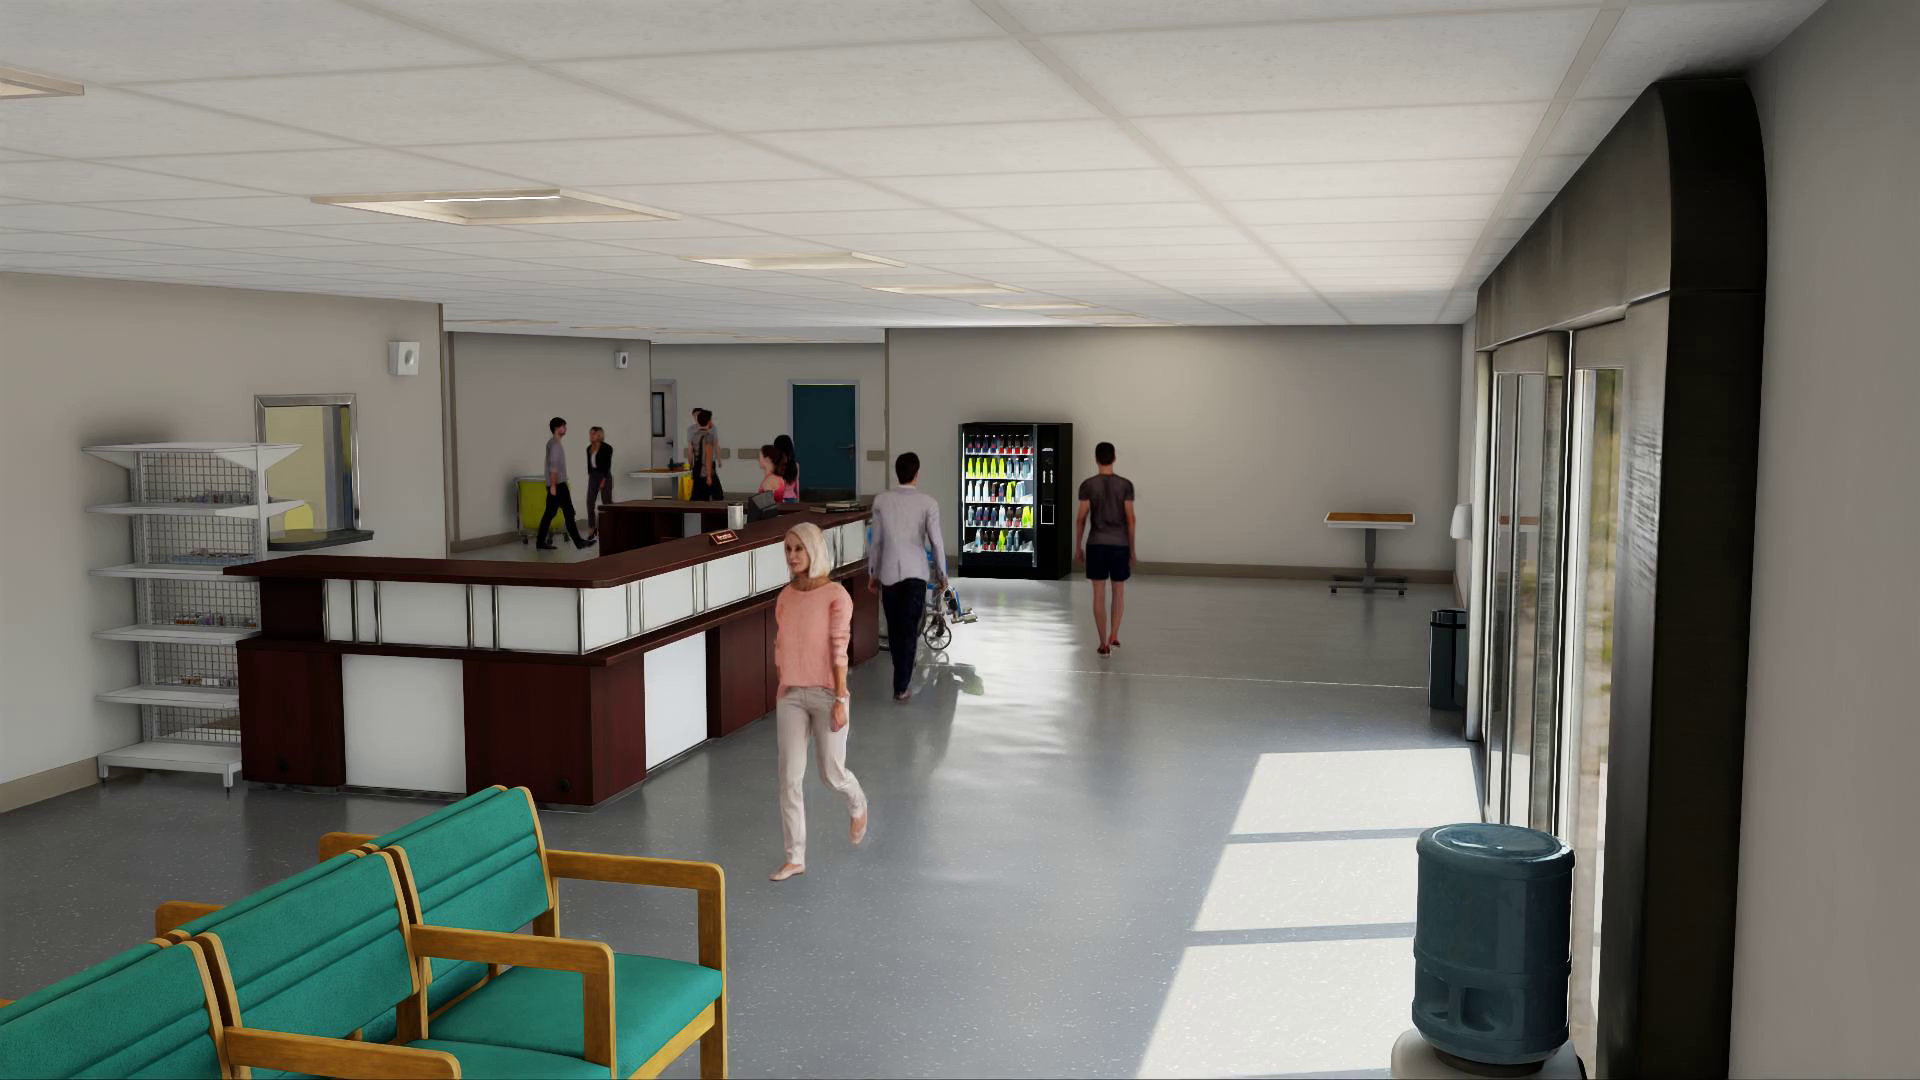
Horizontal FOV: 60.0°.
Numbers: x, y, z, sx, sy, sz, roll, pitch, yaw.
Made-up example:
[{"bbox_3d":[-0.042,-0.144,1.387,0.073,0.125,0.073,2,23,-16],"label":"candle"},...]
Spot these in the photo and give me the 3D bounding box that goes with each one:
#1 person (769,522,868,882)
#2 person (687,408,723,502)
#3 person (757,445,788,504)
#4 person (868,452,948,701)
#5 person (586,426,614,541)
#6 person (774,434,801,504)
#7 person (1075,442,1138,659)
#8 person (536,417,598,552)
[{"bbox_3d":[-0.667,0.772,8.121,0.931,1.706,0.755,3,6,26],"label":"person"},{"bbox_3d":[-4.313,-1.289,28.021,1.194,1.821,1.185,-3,6,-25],"label":"person"},{"bbox_3d":[-1.745,-0.037,15.992,0.830,1.740,0.576,1,6,11],"label":"person"},{"bbox_3d":[-0.437,0.293,12.351,1.040,1.811,0.756,1,6,13],"label":"person"},{"bbox_3d":[-5.182,-0.818,24.212,0.663,1.648,0.638,2,6,16],"label":"person"},{"bbox_3d":[-2.012,-0.348,19.059,0.665,1.744,0.703,-4,7,-37],"label":"person"},{"bbox_3d":[1.262,0.097,14.203,0.815,1.830,0.838,0,6,1],"label":"person"},{"bbox_3d":[-5.560,-0.729,22.514,1.169,1.811,1.013,-1,6,-14],"label":"person"}]
